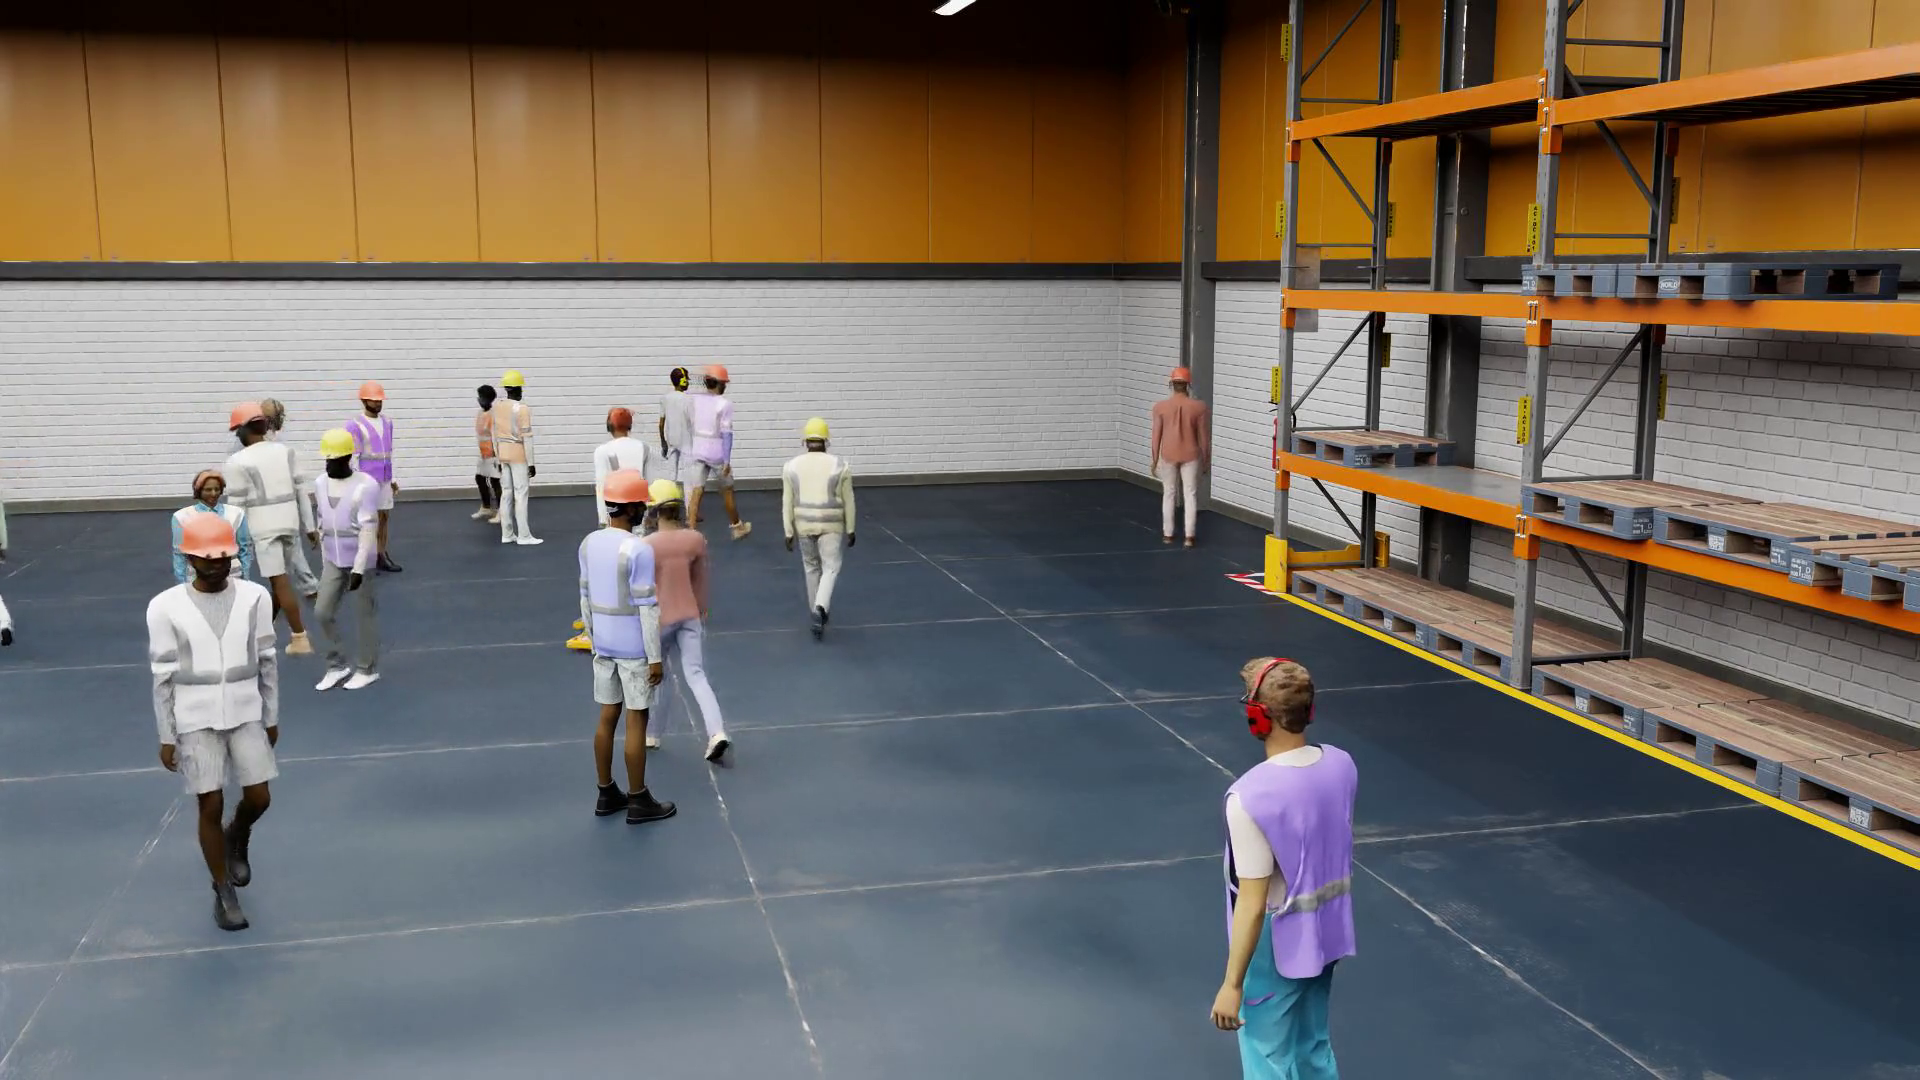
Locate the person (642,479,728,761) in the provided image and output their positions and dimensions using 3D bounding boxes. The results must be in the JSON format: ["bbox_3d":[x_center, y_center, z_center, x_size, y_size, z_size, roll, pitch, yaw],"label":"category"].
[{"bbox_3d":[-1.743,0.489,10.243,0.533,1.734,0.863,-8,12,-41],"label":"person"}]

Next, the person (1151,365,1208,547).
[{"bbox_3d":[2.415,-0.925,18.296,0.615,2.003,0.419,2,9,9],"label":"person"}]

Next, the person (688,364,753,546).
[{"bbox_3d":[-2.692,-0.932,18.308,0.612,1.978,1.036,4,10,25],"label":"person"}]

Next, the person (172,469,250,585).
[{"bbox_3d":[-5.190,0.323,11.561,0.512,1.638,0.307,-9,12,-43],"label":"person"}]

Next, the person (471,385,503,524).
[{"bbox_3d":[-5.588,-1.020,19.809,0.361,1.671,0.602,-7,12,-38],"label":"person"}]

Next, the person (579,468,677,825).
[{"bbox_3d":[-1.809,0.572,9.074,0.552,1.935,0.368,7,11,37],"label":"person"}]

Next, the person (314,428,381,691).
[{"bbox_3d":[-4.370,0.150,11.808,0.584,1.898,0.580,3,10,18],"label":"person"}]

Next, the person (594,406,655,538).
[{"bbox_3d":[-2.843,-0.229,14.345,0.583,1.863,0.825,-9,13,-43],"label":"person"}]

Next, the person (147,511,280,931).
[{"bbox_3d":[-3.427,0.807,7.667,0.553,1.924,0.556,-7,11,-37],"label":"person"}]

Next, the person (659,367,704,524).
[{"bbox_3d":[-3.348,-1.121,19.893,0.514,1.859,0.327,3,10,20],"label":"person"}]

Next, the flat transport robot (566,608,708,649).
[{"bbox_3d":[-2.630,0.666,13.674,0.652,0.197,1.431,2,9,12],"label":"flat transport robot"}]

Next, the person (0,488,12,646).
[{"bbox_3d":[-7.736,0.097,13.014,0.386,1.629,0.519,6,11,34],"label":"person"}]

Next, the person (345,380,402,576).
[{"bbox_3d":[-5.778,-0.611,16.457,0.373,1.934,0.551,5,10,27],"label":"person"}]

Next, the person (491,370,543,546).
[{"bbox_3d":[-4.881,-0.900,18.283,0.593,1.929,0.363,6,11,34],"label":"person"}]

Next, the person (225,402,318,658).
[{"bbox_3d":[-5.459,-0.082,13.008,1.022,1.982,0.642,5,11,30],"label":"person"}]

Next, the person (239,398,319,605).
[{"bbox_3d":[-6.076,-0.305,14.726,0.622,1.878,1.056,6,11,33],"label":"person"}]

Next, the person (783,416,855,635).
[{"bbox_3d":[-1.176,-0.120,13.802,0.596,1.809,0.818,1,9,9],"label":"person"}]

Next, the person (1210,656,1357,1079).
[{"bbox_3d":[0.993,1.266,5.034,0.374,1.840,0.569,9,13,44],"label":"person"}]
